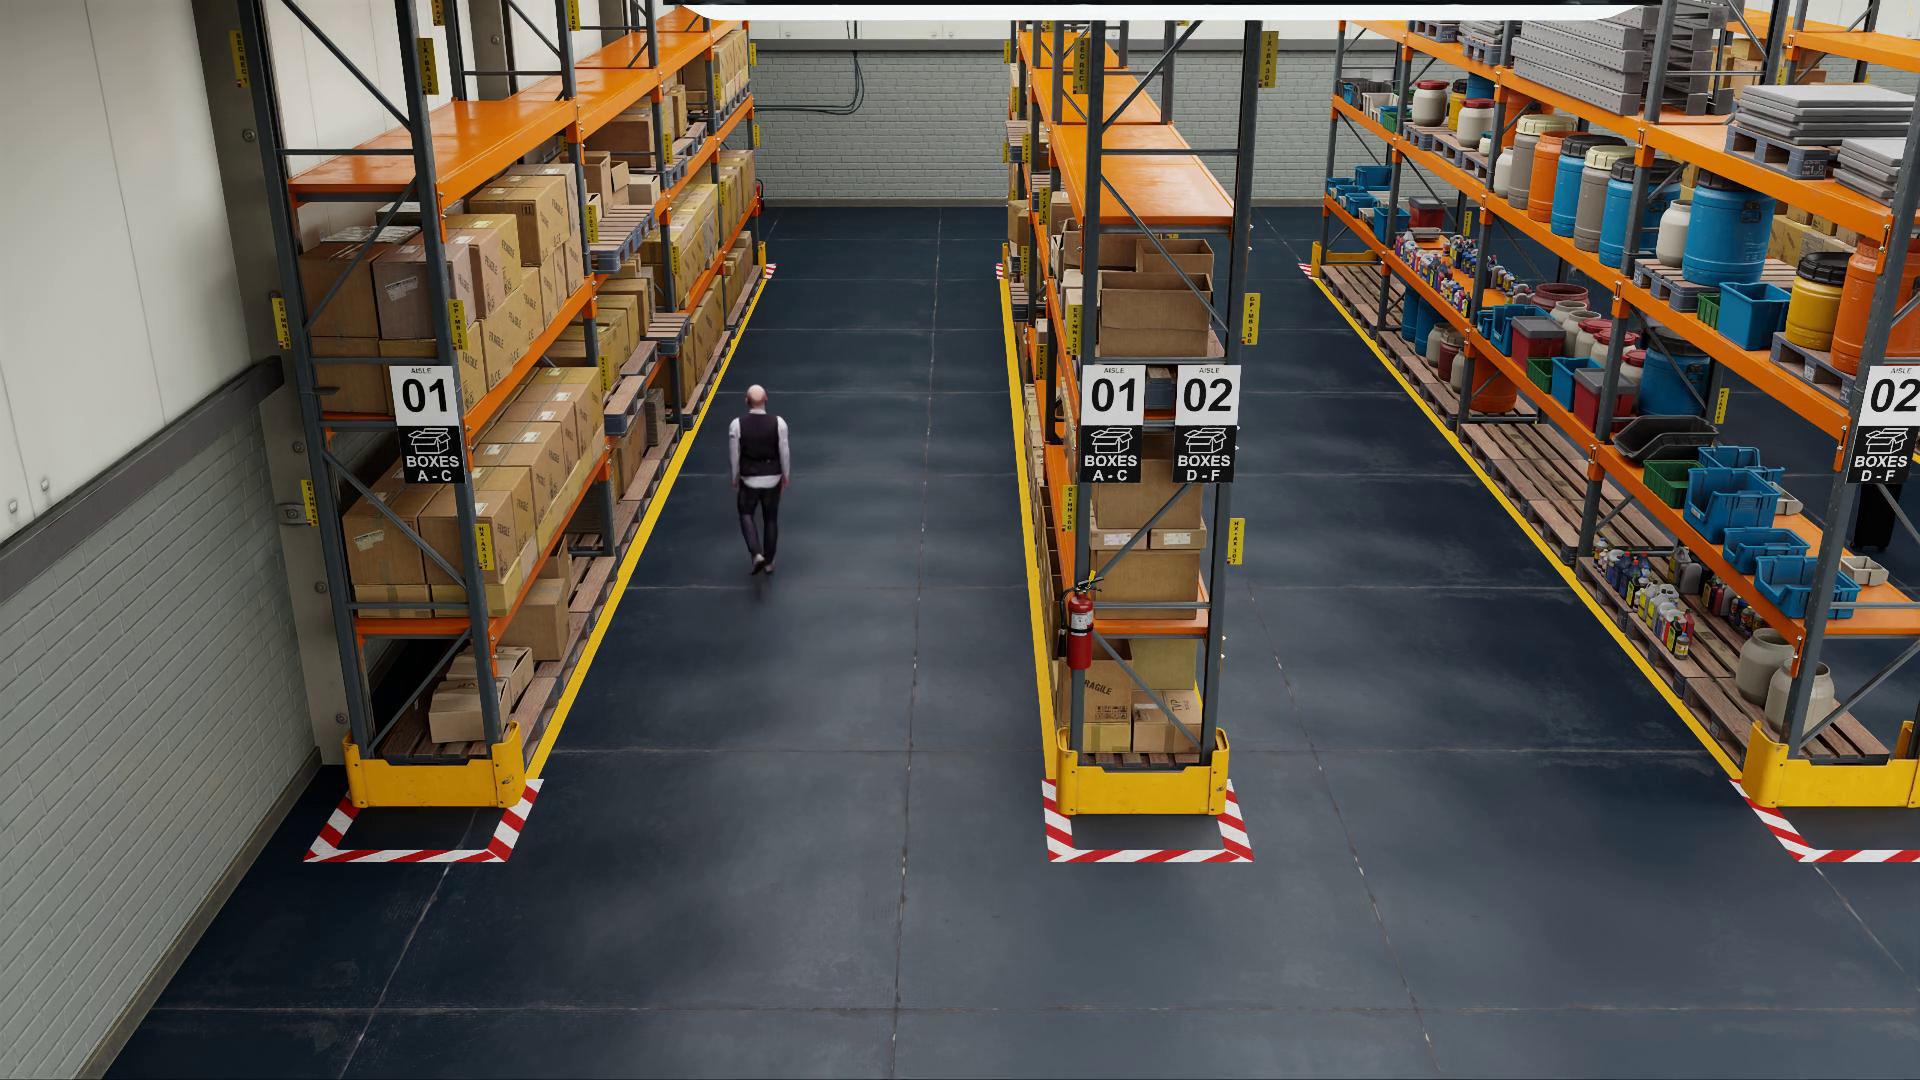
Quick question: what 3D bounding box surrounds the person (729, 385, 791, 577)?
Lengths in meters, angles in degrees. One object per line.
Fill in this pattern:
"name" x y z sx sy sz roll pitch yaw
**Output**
"person" -1.800 -0.494 15.013 0.804 1.808 0.972 -4 23 -10
